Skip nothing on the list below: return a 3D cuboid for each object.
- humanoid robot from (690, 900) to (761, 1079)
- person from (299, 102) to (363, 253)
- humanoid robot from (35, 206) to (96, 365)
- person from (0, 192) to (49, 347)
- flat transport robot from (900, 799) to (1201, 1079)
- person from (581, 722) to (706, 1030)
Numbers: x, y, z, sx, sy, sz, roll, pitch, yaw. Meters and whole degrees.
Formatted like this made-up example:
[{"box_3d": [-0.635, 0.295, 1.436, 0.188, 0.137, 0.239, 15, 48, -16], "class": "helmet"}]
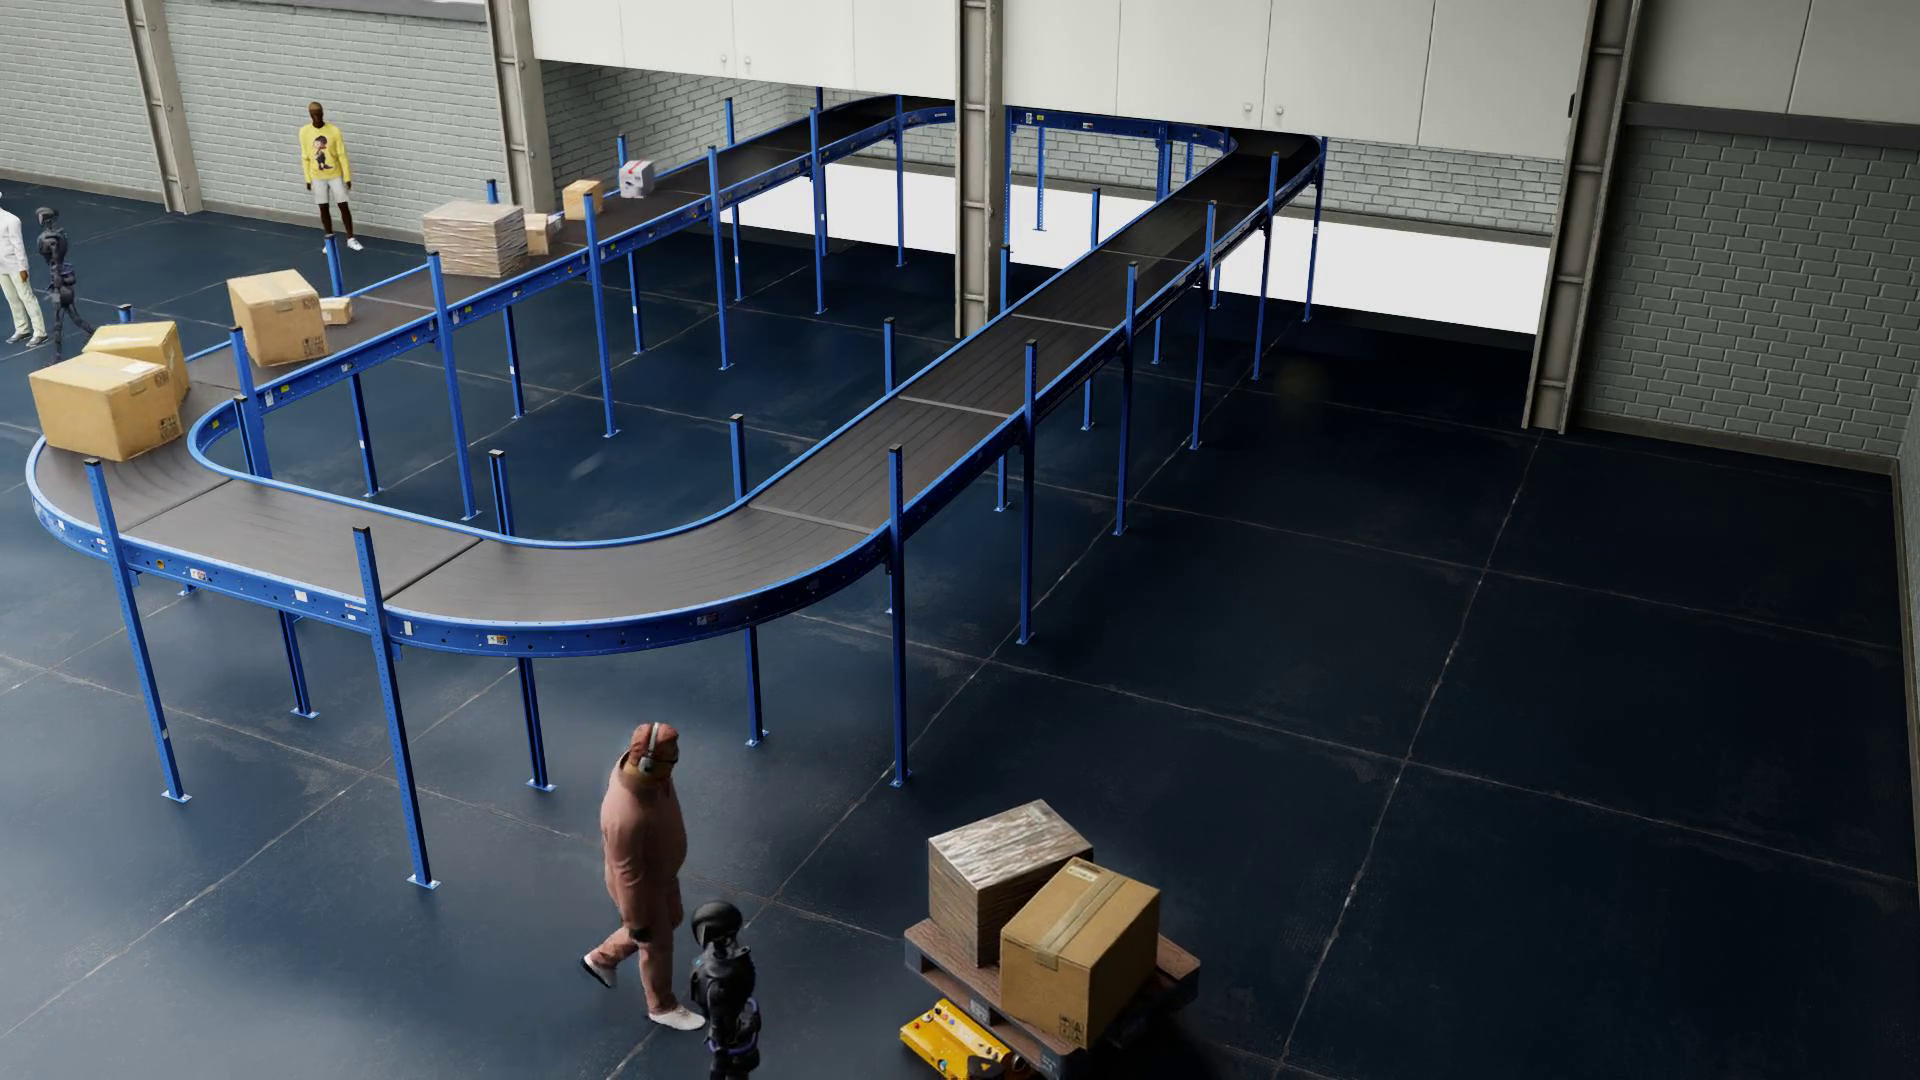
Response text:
[{"box_3d": [-1.037, 2.262, 7.326, 0.334, 1.650, 0.607, -2, 26, -4], "class": "humanoid robot"}, {"box_3d": [-7.905, -4.532, 20.796, 0.549, 1.890, 0.373, -6, 27, -11], "class": "person"}, {"box_3d": [-9.348, -2.668, 17.317, 0.731, 1.640, 0.600, -14, 30, -26], "class": "humanoid robot"}, {"box_3d": [-10.152, -2.928, 17.716, 0.562, 1.745, 0.345, 11, 28, 21], "class": "person"}, {"box_3d": [0.453, 2.388, 8.665, 1.431, 0.231, 0.659, -21, 34, -36], "class": "flat transport robot"}, {"box_3d": [-1.630, 1.685, 8.281, 0.618, 1.869, 0.694, 1, 26, 3], "class": "person"}]
